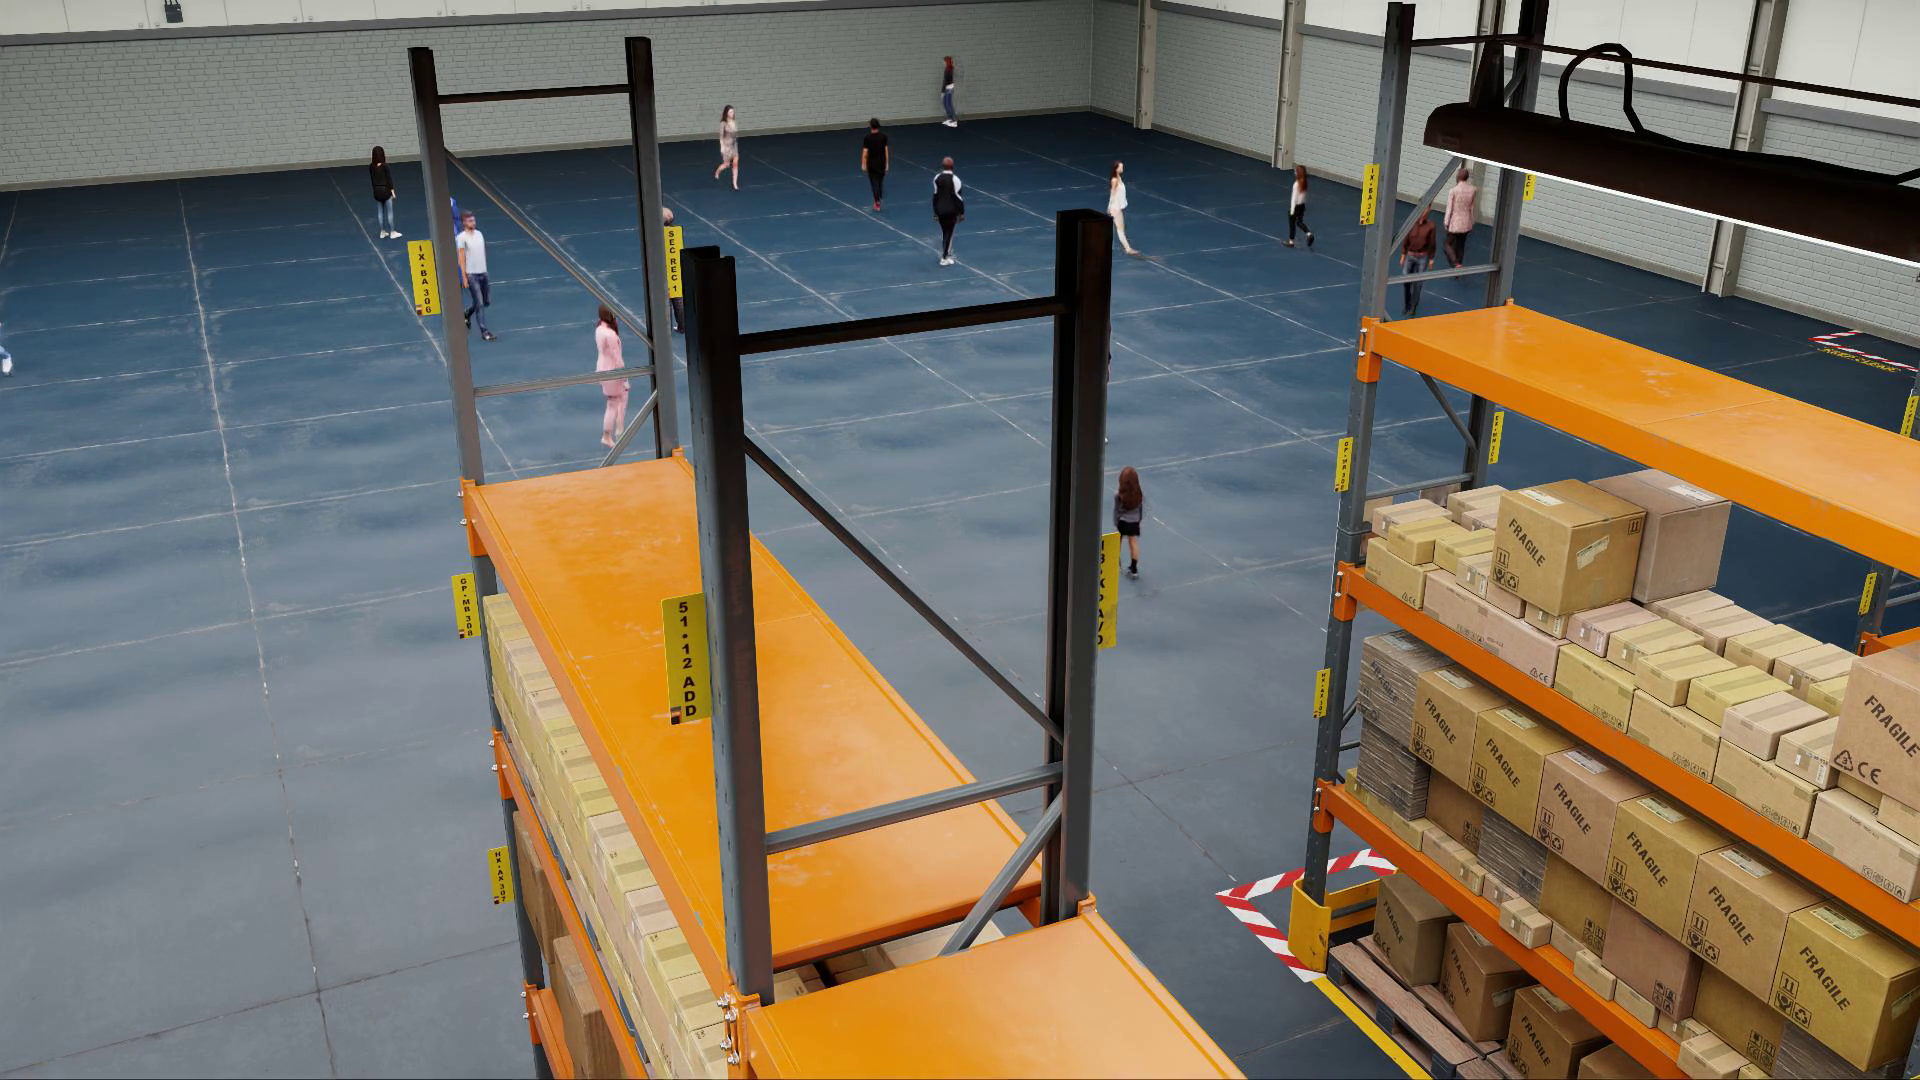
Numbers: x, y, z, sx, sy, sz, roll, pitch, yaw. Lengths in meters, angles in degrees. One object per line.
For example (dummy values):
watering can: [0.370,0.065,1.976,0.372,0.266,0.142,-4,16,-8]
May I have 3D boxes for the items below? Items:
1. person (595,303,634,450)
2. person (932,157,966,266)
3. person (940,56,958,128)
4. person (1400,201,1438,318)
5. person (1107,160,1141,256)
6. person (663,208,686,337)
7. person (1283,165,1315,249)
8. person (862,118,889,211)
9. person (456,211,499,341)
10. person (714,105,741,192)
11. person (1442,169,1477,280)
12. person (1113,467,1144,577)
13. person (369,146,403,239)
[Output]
person: [-4.196,-1.899,19.592,0.737,1.784,0.633,-14,27,-29]
person: [-0.267,-5.551,28.147,0.951,1.810,0.980,14,27,29]
person: [-0.241,-11.144,41.393,0.863,1.736,0.783,10,25,22]
person: [6.946,-4.280,25.205,0.746,1.773,0.827,11,25,24]
person: [2.854,-5.730,28.815,1.088,1.617,1.013,15,27,32]
person: [-4.241,-3.899,24.184,0.706,1.872,0.736,18,29,36]
person: [6.010,-5.843,29.267,0.932,1.472,0.727,21,31,40]
person: [-1.621,-7.269,32.285,0.730,1.733,0.999,-7,24,-15]
person: [-7.059,-3.820,24.026,1.096,1.850,0.960,13,26,28]
person: [-4.769,-8.027,34.078,1.022,1.725,0.818,20,30,38]
person: [8.205,-5.141,27.208,0.792,1.790,0.929,-6,24,-13]
person: [1.677,-0.171,16.433,0.580,1.077,0.816,-6,24,-13]
person: [-10.456,-6.307,30.133,0.645,1.647,0.685,5,24,12]
